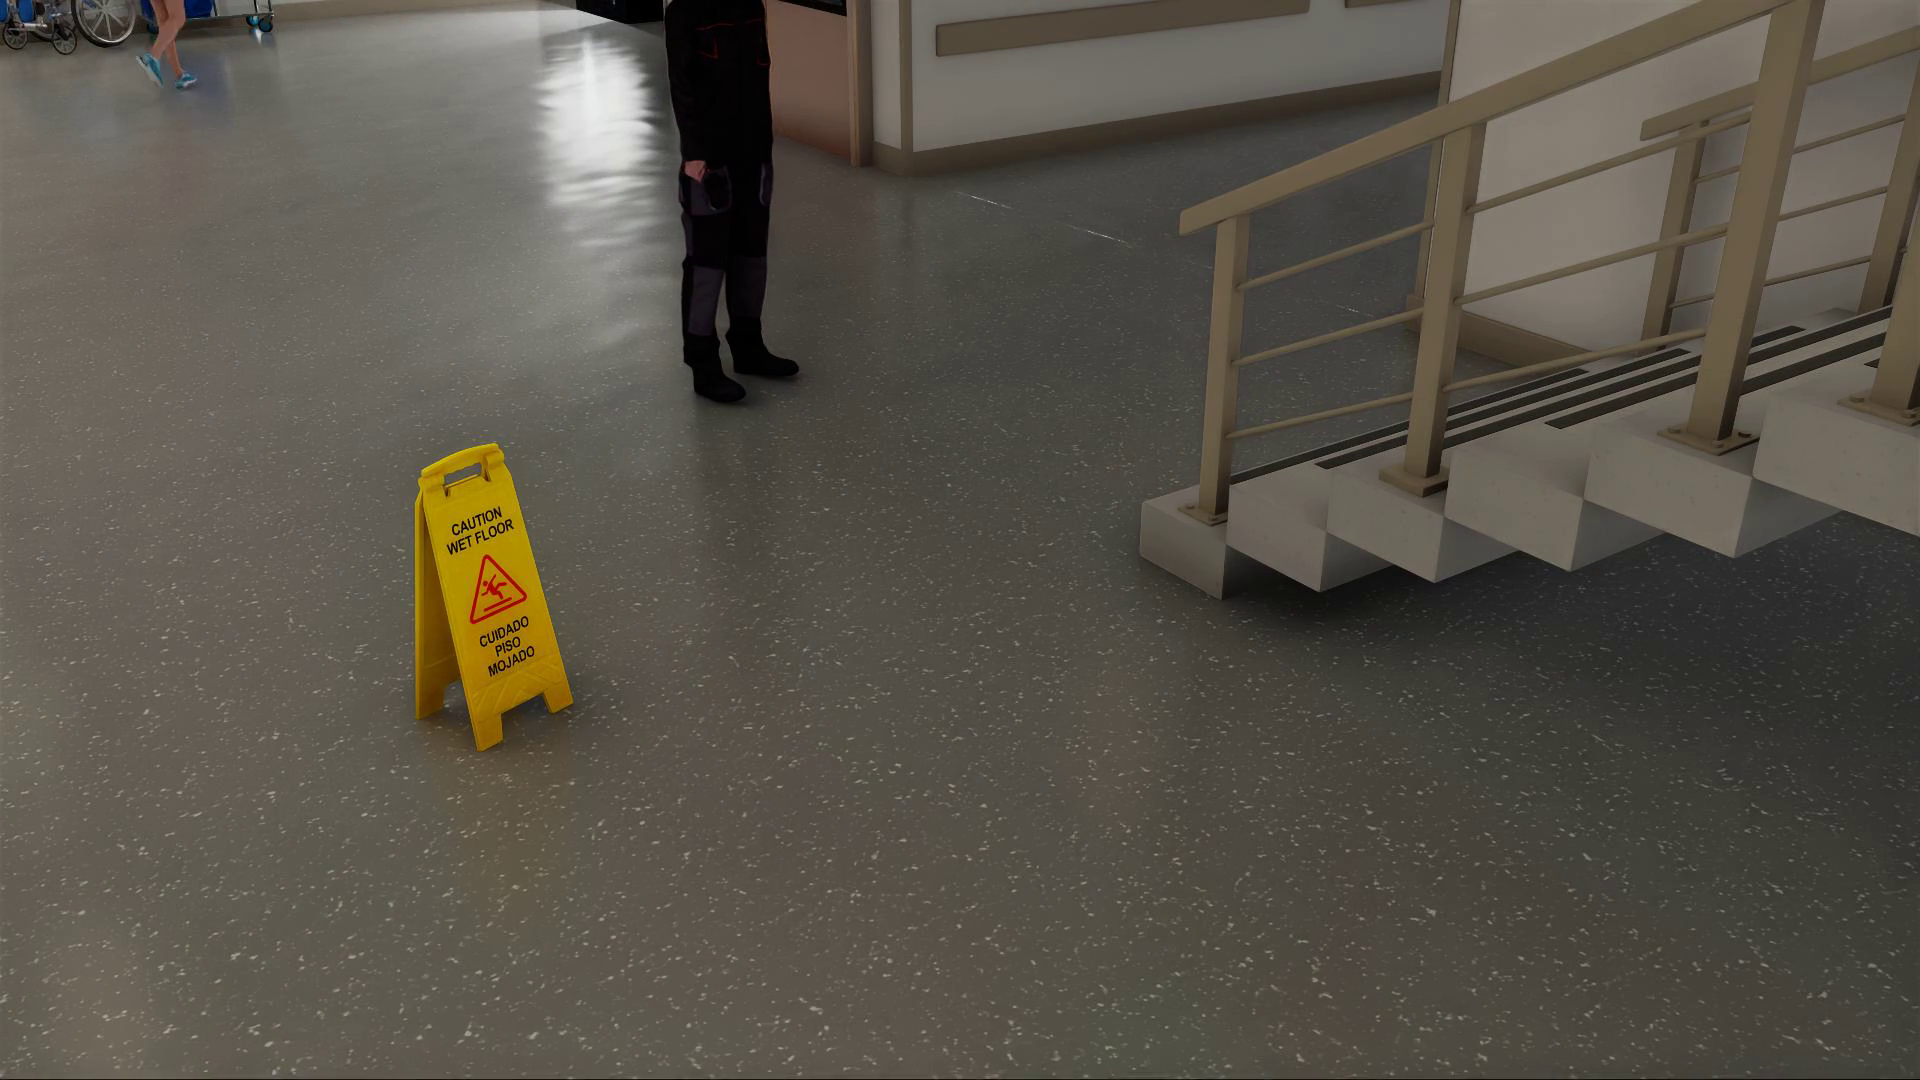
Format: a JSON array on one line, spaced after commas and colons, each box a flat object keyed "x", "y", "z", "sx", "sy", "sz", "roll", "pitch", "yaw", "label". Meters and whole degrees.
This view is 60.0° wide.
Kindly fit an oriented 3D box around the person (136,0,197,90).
[{"x": -6.051, "y": -4.228, "z": 12.434, "sx": 0.966, "sy": 1.749, "sz": 1.044, "roll": 3, "pitch": 26, "yaw": 6, "label": "person"}]

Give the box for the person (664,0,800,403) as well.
[{"x": -0.937, "y": -1.533, "z": 6.660, "sx": 0.717, "sy": 1.911, "sz": 0.765, "roll": 17, "pitch": 31, "yaw": 32, "label": "person"}]
